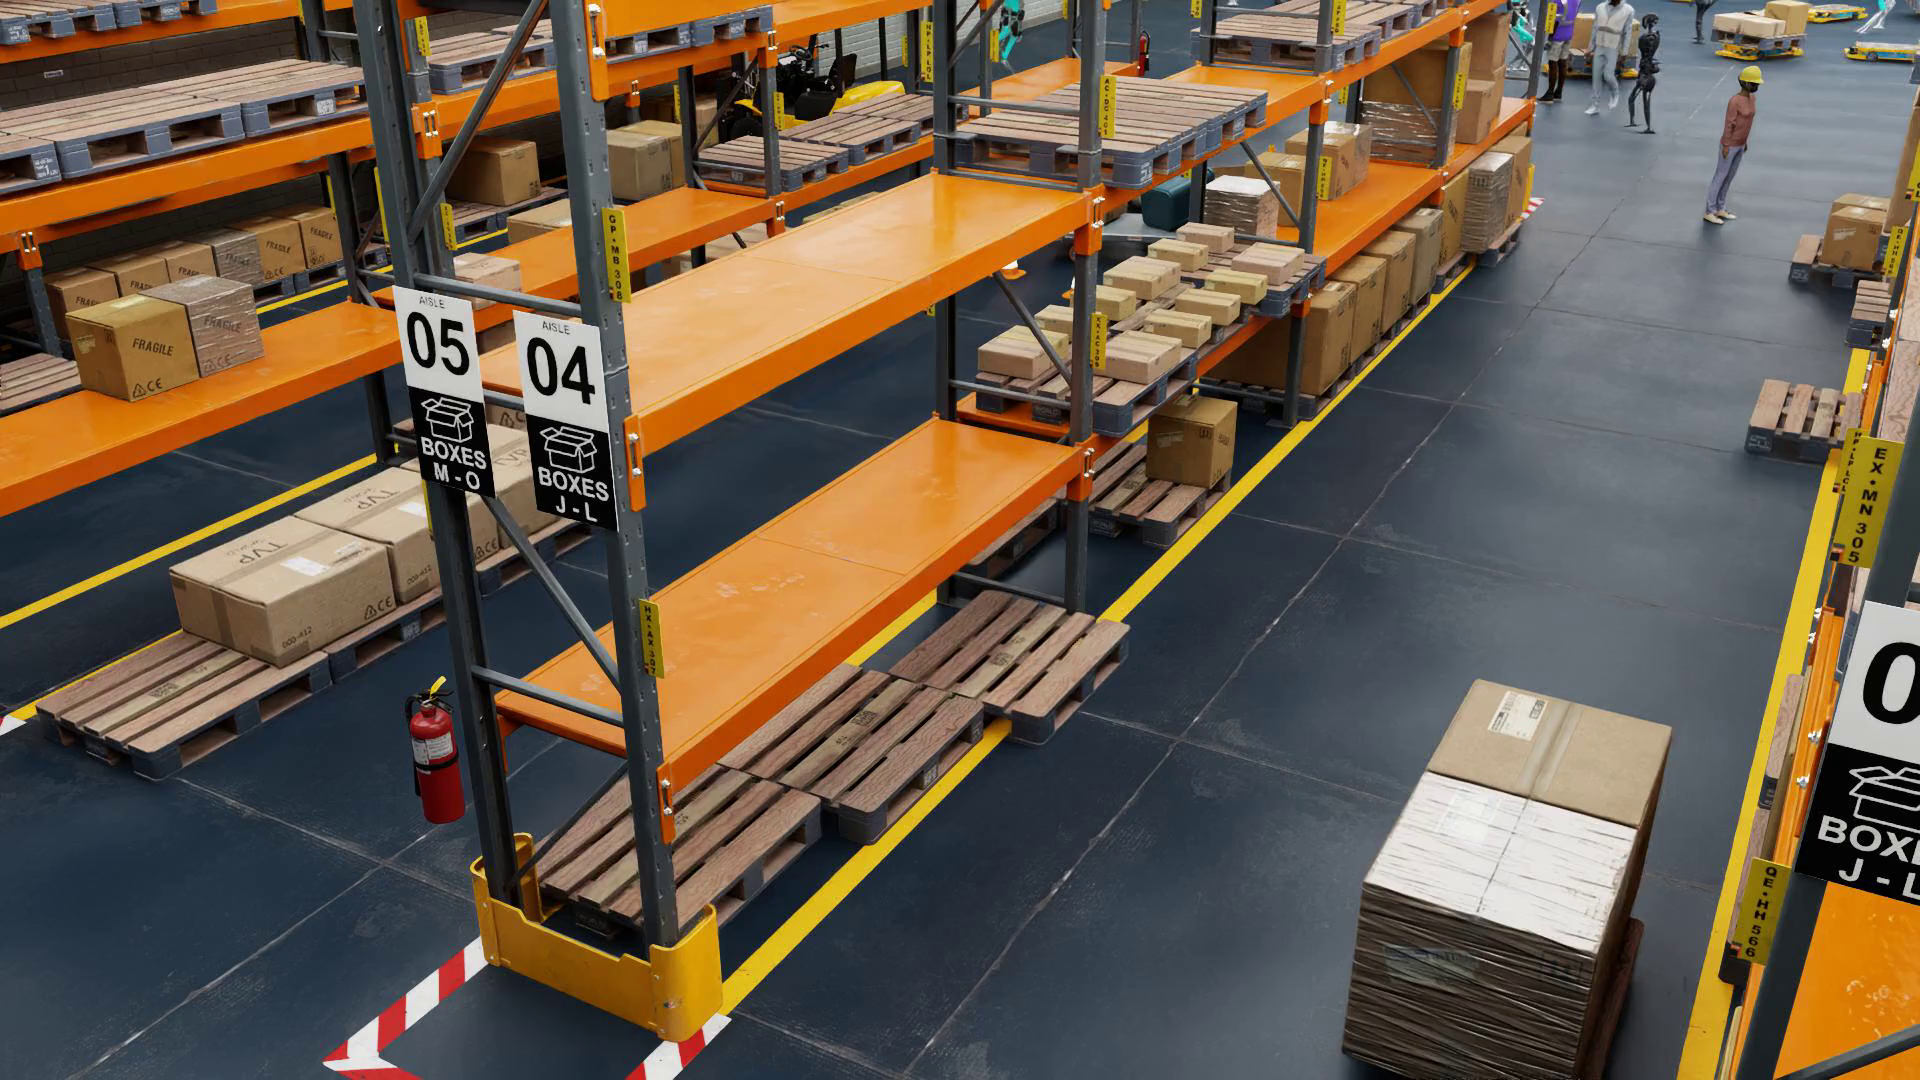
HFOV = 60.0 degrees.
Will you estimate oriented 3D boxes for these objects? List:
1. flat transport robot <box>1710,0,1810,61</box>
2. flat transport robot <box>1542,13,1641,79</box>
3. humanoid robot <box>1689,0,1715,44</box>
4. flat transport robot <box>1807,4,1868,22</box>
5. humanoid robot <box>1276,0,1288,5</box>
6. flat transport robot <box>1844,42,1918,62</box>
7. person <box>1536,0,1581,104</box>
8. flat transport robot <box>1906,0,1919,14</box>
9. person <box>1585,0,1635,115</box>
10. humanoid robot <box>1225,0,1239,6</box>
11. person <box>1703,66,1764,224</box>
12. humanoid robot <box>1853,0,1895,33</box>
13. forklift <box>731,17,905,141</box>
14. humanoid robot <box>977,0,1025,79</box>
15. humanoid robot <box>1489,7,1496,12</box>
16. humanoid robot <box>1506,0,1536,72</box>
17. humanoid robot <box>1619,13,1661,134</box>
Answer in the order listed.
[{"bbox_3d":[14.049,-8.649,29.314,1.431,0.231,0.659,-12,28,-24],"label":"flat transport robot"},{"bbox_3d":[10.500,-7.840,27.632,1.431,0.231,0.659,2,26,3],"label":"flat transport robot"},{"bbox_3d":[13.547,-9.906,30.298,0.589,1.657,0.382,-18,31,-32],"label":"humanoid robot"},{"bbox_3d":[17.360,-10.501,33.161,1.431,0.231,0.659,-13,28,-24],"label":"flat transport robot"},{"bbox_3d":[4.731,-7.278,24.895,0.600,1.639,0.752,15,30,29],"label":"humanoid robot"},{"bbox_3d":[16.240,-8.490,28.983,1.431,0.231,0.659,10,27,20],"label":"flat transport robot"},{"bbox_3d":[9.108,-7.651,25.285,0.602,1.966,0.368,-20,32,-36],"label":"person"},{"bbox_3d":[19.565,-10.484,33.126,0.659,0.231,1.431,8,27,16],"label":"flat transport robot"},{"bbox_3d":[9.580,-7.263,24.549,0.538,1.900,0.597,-21,33,-37],"label":"person"},{"bbox_3d":[5.766,-11.970,34.461,0.686,1.749,0.530,-1,26,-3],"label":"humanoid robot"},{"bbox_3d":[8.865,-4.512,18.990,0.532,1.766,0.326,-21,33,-37],"label":"person"},{"bbox_3d":[17.434,-10.451,31.375,0.876,1.751,0.557,3,26,5],"label":"humanoid robot"},{"bbox_3d":[-1.819,-5.975,21.543,2.313,2.155,1.214,14,29,26],"label":"forklift"},{"bbox_3d":[0.612,-8.163,26.672,1.019,1.783,0.530,-18,31,-33],"label":"humanoid robot"},{"bbox_3d":[8.810,-8.591,27.561,0.381,1.657,0.588,10,28,20],"label":"humanoid robot"},{"bbox_3d":[9.336,-8.531,27.398,0.536,1.780,0.869,-19,32,-34],"label":"humanoid robot"},{"bbox_3d":[9.638,-6.542,23.325,0.482,1.641,0.589,5,26,10],"label":"humanoid robot"}]
